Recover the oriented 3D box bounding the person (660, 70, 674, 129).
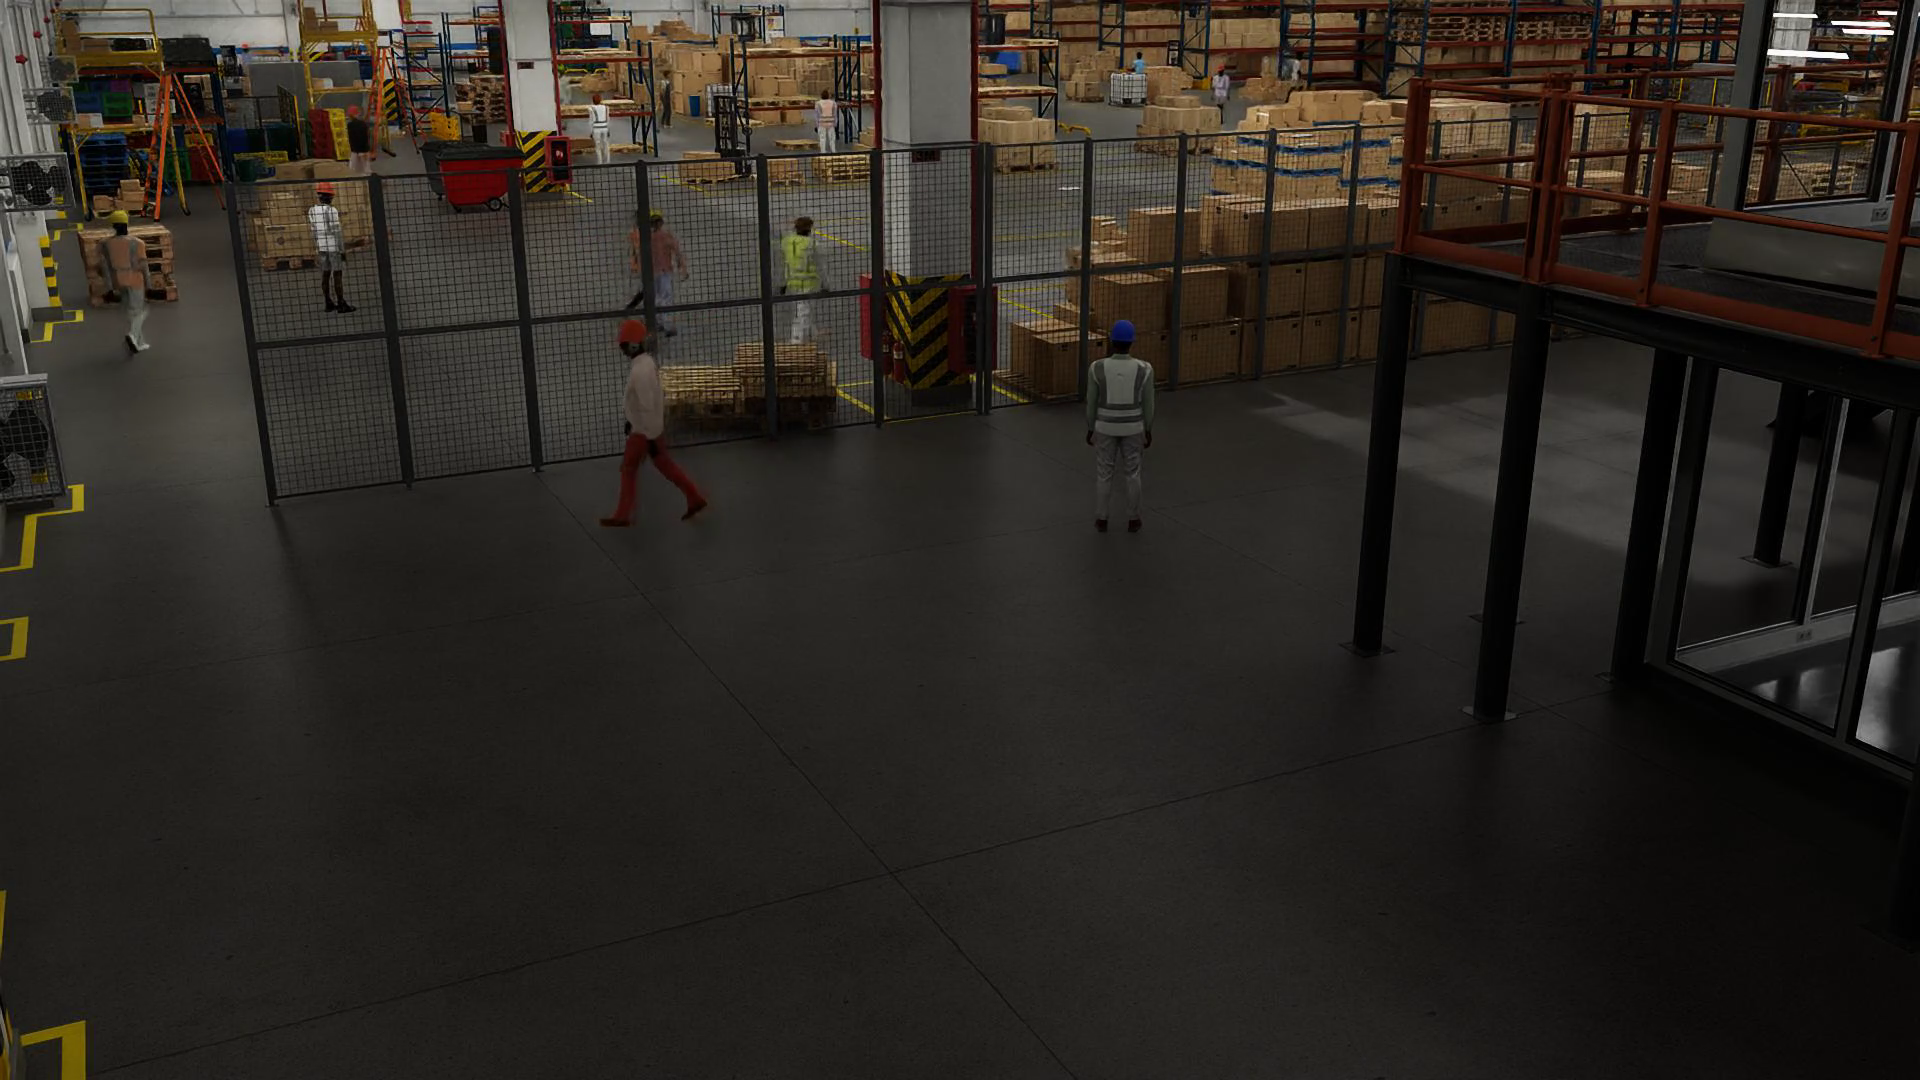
[{"bbox_3d":[-9.347,-14.010,52.889,0.365,1.826,0.529,4,19,10],"label":"person"}]

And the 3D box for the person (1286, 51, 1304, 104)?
[{"bbox_3d":[12.737,-17.324,62.339,1.001,1.913,0.610,6,20,16],"label":"person"}]

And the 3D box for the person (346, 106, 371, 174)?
[{"bbox_3d":[-13.570,-8.751,37.415,0.617,1.970,0.696,8,20,21],"label":"person"}]

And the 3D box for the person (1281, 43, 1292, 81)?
[{"bbox_3d":[13.620,-19.819,69.635,1.034,1.890,0.648,-5,20,-14],"label":"person"}]

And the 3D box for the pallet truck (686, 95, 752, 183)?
[{"bbox_3d":[-5.836,-9.608,39.856,0.823,1.965,1.885,10,22,27],"label":"pallet truck"}]

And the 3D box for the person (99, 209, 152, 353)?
[{"bbox_3d":[-11.012,-3.394,21.973,0.591,1.909,0.648,-1,19,-2],"label":"person"}]

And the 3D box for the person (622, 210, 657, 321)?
[{"bbox_3d":[-4.573,-3.909,23.836,0.731,1.672,0.530,-14,24,-35],"label":"person"}]

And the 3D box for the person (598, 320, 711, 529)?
[{"bbox_3d":[-2.805,-1.047,15.121,1.004,1.958,0.625,-1,19,-3],"label":"person"}]

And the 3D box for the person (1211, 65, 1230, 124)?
[{"bbox_3d":[8.412,-14.450,54.037,0.573,1.894,0.960,10,22,28],"label":"person"}]

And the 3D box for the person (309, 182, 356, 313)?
[{"bbox_3d":[-9.330,-4.334,24.672,0.542,1.929,0.369,9,21,24],"label":"person"}]

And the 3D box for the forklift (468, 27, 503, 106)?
[{"bbox_3d":[-17.087,-17.398,61.104,1.873,2.768,1.129,-9,21,-25],"label":"forklift"}]

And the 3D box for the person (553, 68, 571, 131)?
[{"bbox_3d":[-12.579,-13.817,52.208,0.660,1.889,0.987,0,19,1],"label":"person"}]

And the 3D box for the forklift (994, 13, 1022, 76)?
[{"bbox_3d":[1.912,-23.445,78.631,1.873,2.768,1.129,6,20,17],"label":"forklift"}]

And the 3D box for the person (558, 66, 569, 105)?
[{"bbox_3d":[-13.737,-15.435,57.202,0.495,1.699,0.904,-17,25,-40],"label":"person"}]

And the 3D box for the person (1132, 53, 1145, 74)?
[{"bbox_3d":[7.157,-18.685,66.693,0.540,1.652,0.857,-6,20,-17],"label":"person"}]

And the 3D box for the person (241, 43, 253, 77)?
[{"bbox_3d":[-29.470,-19.542,68.760,0.585,1.922,0.407,7,20,19],"label":"person"}]

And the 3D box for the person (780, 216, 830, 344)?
[{"bbox_3d":[-2.003,-3.416,22.201,0.660,1.794,0.939,13,23,34],"label":"person"}]

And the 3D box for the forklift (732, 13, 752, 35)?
[{"bbox_3d":[-10.318,-23.659,79.254,1.129,2.768,1.873,-3,19,-8],"label":"forklift"}]

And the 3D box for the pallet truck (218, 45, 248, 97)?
[{"bbox_3d":[-28.879,-18.665,66.111,0.823,1.965,1.885,-3,19,-9],"label":"pallet truck"}]

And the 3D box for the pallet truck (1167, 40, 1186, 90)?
[{"bbox_3d":[9.045,-19.971,69.895,0.823,1.965,1.885,-3,19,-8],"label":"pallet truck"}]

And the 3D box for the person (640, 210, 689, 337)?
[{"bbox_3d":[-4.129,-3.722,23.207,0.650,1.718,0.570,3,19,8],"label":"person"}]

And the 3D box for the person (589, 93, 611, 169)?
[{"bbox_3d":[-9.143,-10.378,42.258,0.584,1.883,0.337,-18,26,-42],"label":"person"}]

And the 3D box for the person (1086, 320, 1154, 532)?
[{"bbox_3d":[1.444,-1.020,15.036,0.615,1.945,0.400,1,19,4],"label":"person"}]

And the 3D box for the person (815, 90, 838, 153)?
[{"bbox_3d":[-3.546,-10.946,43.969,0.633,1.841,0.429,-7,20,-19],"label":"person"}]
